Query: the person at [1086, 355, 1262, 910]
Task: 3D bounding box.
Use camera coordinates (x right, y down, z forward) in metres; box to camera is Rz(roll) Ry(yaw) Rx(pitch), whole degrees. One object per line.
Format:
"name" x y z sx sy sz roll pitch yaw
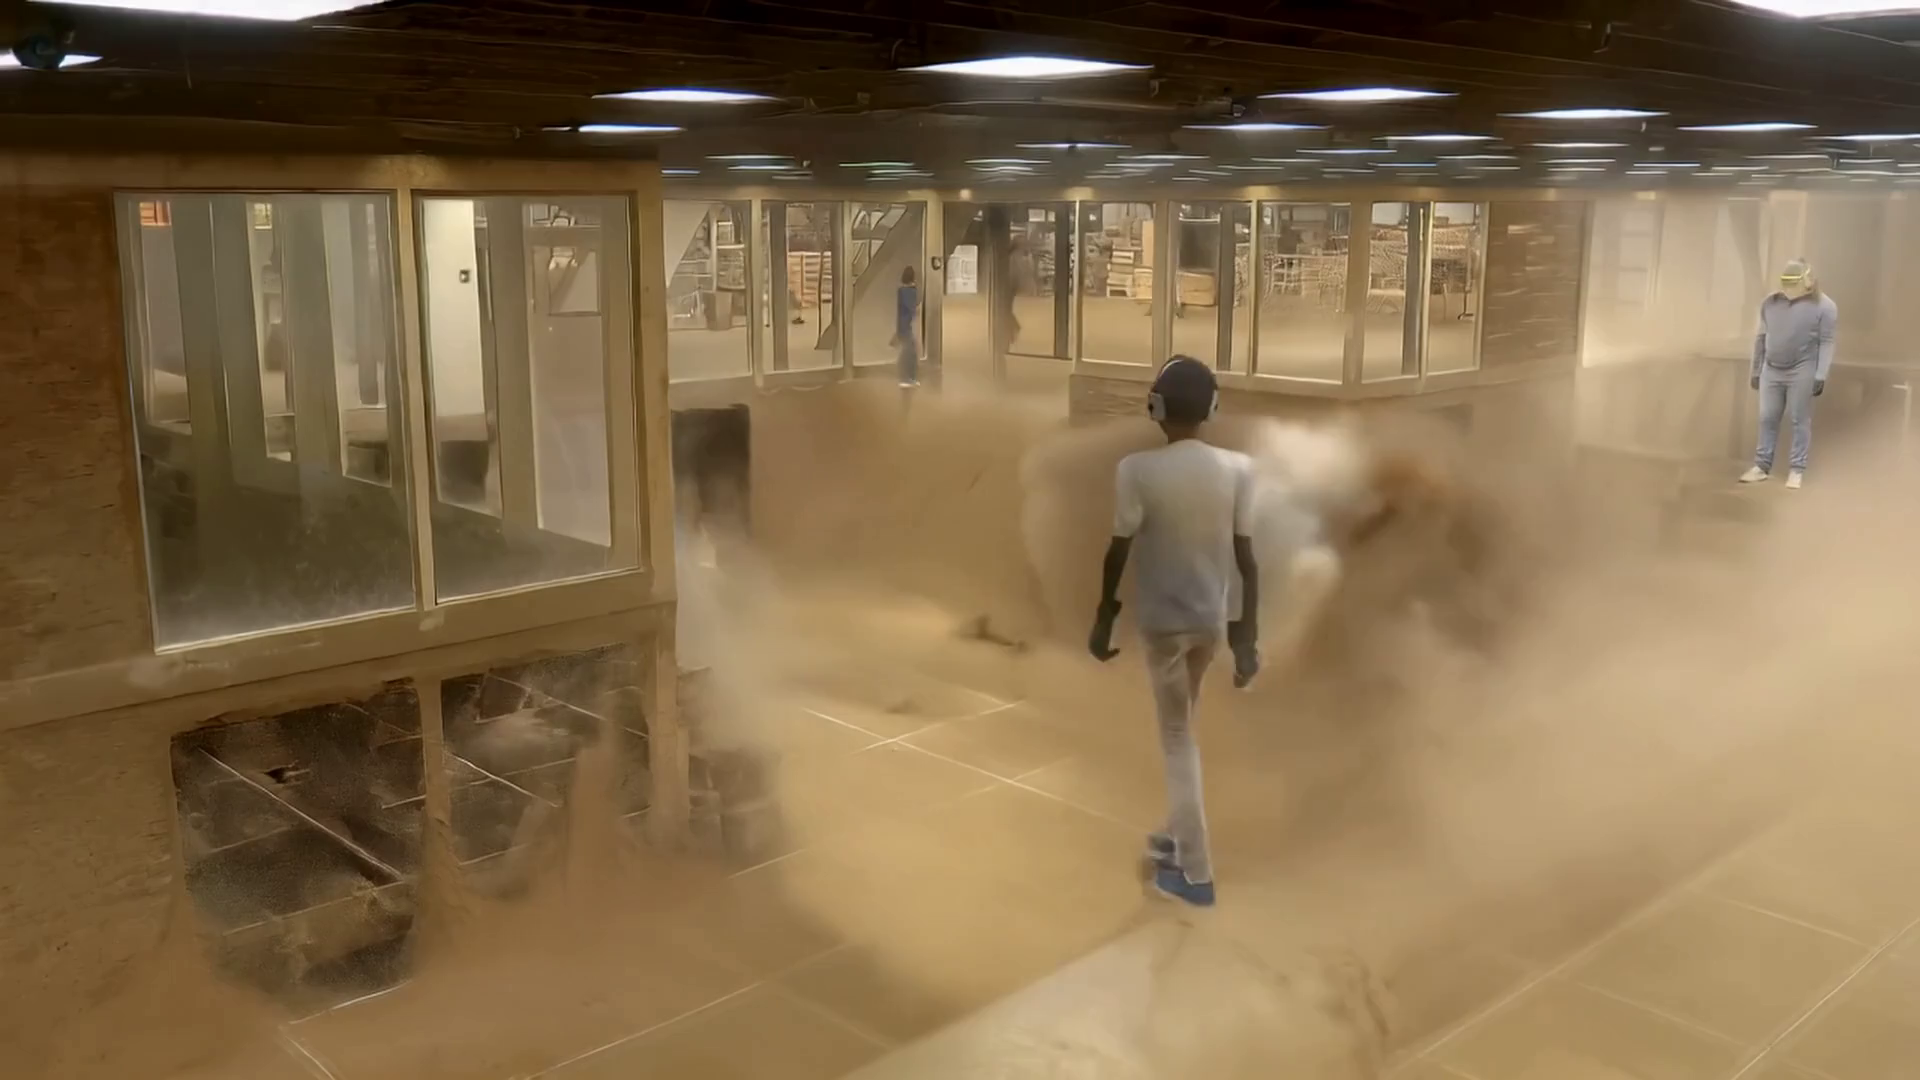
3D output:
"person" 0.707 0.297 5.677 0.489 1.839 0.728 -5 12 -23

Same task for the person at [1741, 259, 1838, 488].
"person" 6.958 -1.397 13.983 0.406 1.902 0.636 -9 14 -37

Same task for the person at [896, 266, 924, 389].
"person" -0.679 -2.731 21.410 0.462 1.591 0.533 7 13 31
